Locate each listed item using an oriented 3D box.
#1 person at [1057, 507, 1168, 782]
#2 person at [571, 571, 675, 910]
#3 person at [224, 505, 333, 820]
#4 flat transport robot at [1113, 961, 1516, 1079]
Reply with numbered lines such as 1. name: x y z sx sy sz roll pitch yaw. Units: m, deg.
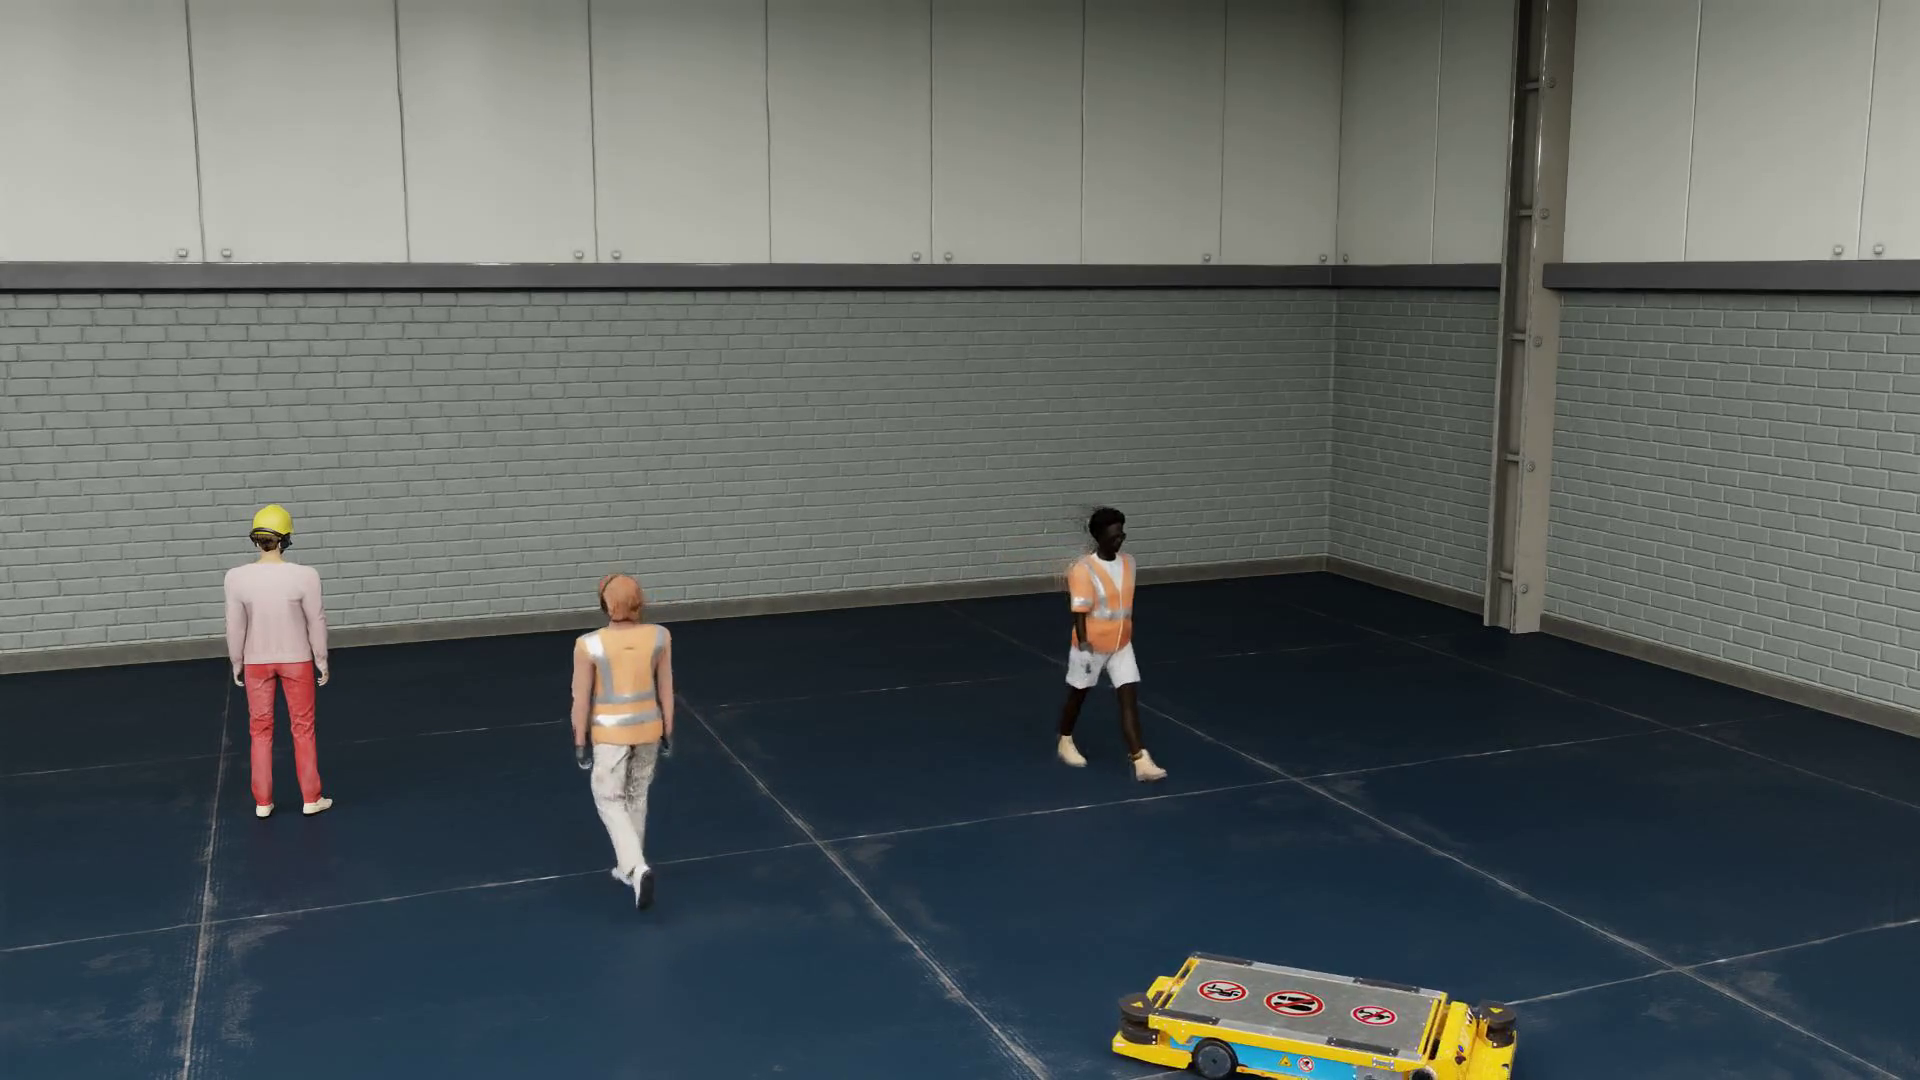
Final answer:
1. person: 0.878 0.621 10.036 0.547 1.643 0.886 -7 11 -36
2. person: -1.595 0.960 8.018 0.521 1.620 0.677 -6 11 -32
3. person: -3.799 0.682 9.292 0.533 1.768 0.311 -1 9 -9
4. flat transport robot: 1.371 1.886 6.413 1.431 0.197 0.652 4 10 22
